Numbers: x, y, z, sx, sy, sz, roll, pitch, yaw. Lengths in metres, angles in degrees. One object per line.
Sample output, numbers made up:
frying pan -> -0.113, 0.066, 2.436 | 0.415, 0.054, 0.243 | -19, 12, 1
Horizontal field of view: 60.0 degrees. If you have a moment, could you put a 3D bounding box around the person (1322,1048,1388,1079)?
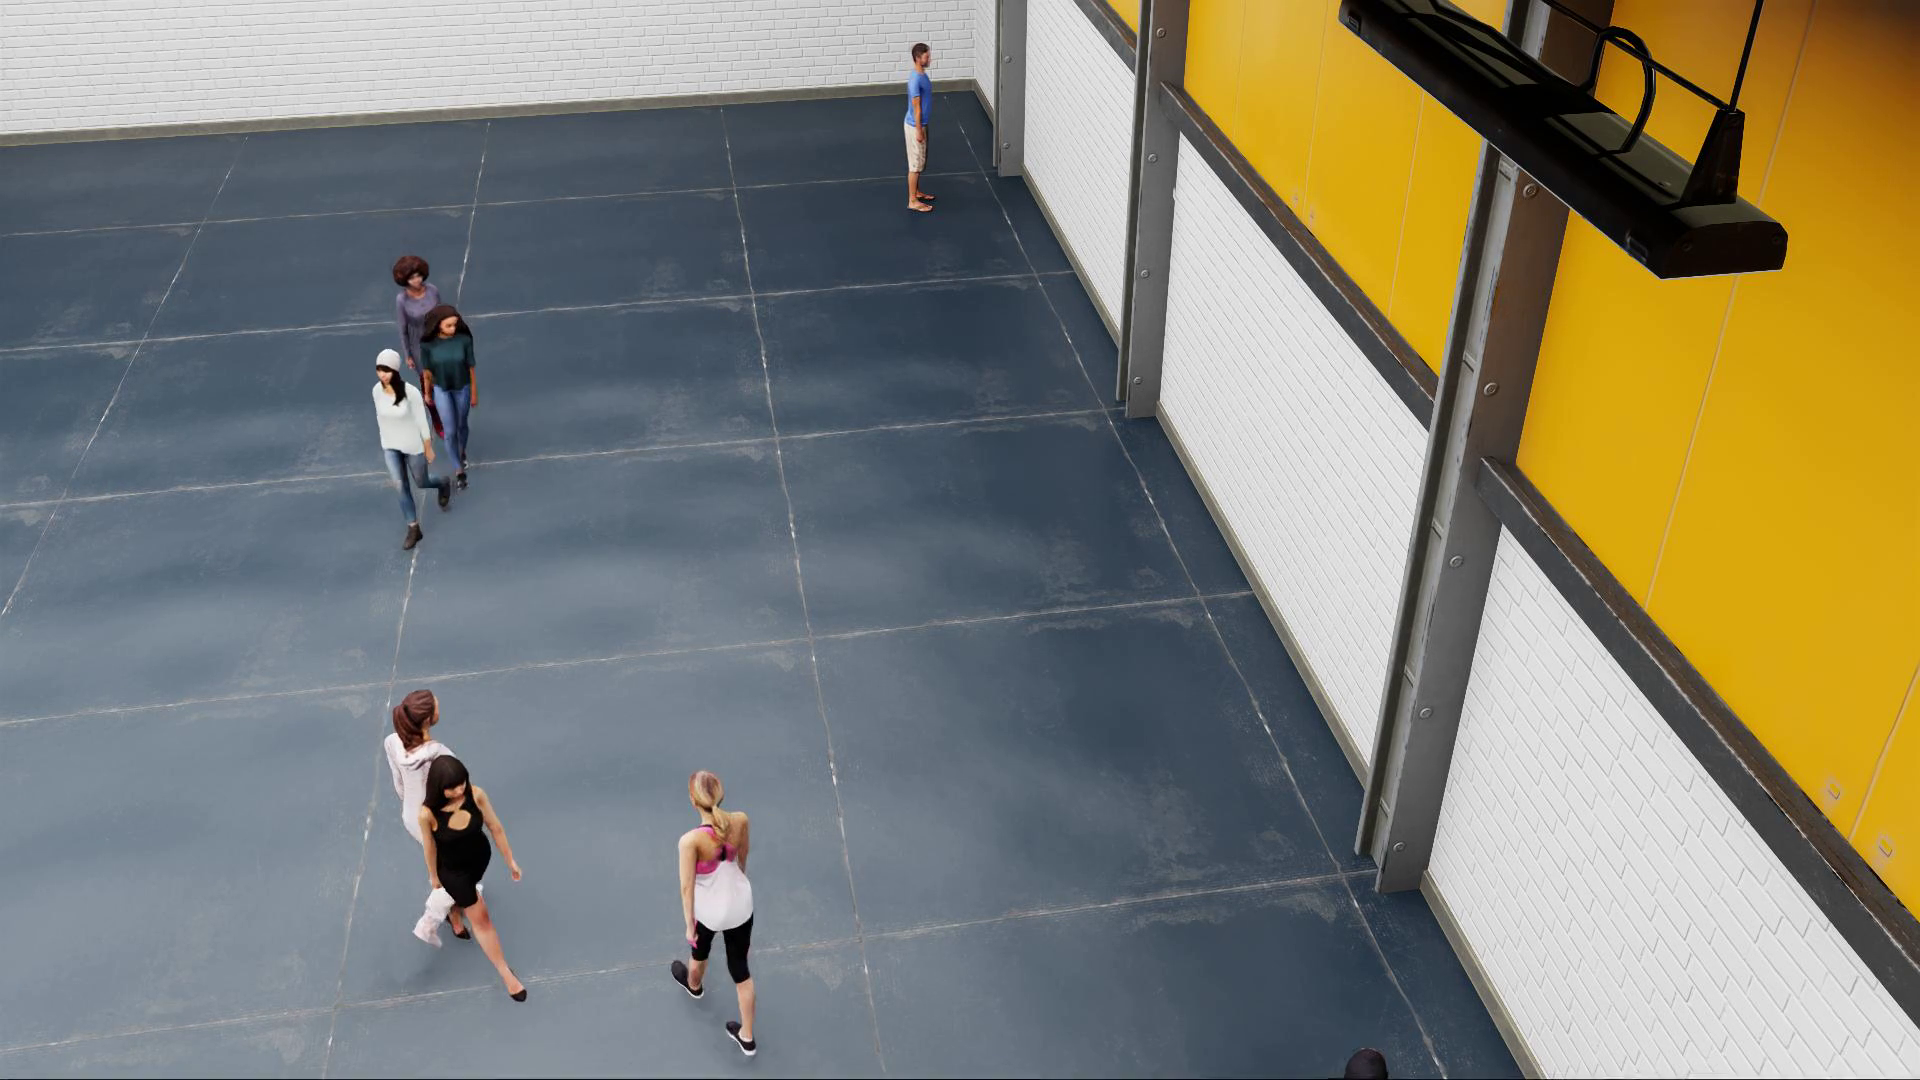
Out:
person -> 1.772, 2.883, 7.638 | 0.706, 1.610, 0.775 | 25, 41, 32

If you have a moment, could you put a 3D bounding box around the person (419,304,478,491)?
person -> -4.255, -1.287, 13.933 | 0.738, 1.587, 0.971 | -10, 35, -14

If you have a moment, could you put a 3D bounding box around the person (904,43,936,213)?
person -> -0.473, -4.688, 18.801 | 0.769, 1.863, 0.598 | 3, 34, 4

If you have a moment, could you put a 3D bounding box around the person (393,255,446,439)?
person -> -4.652, -1.698, 14.450 | 0.748, 1.699, 0.801 | -23, 40, -31

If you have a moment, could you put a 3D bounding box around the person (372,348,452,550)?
person -> -4.342, -0.774, 13.125 | 0.802, 1.626, 1.057 | 6, 34, 9

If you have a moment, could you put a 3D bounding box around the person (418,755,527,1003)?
person -> -2.807, 1.787, 9.306 | 0.957, 1.588, 1.147 | -27, 42, -35

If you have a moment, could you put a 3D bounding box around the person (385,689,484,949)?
person -> -3.045, 1.617, 9.484 | 0.911, 1.675, 1.004 | 15, 37, 22

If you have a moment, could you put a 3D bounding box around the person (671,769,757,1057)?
person -> -1.213, 2.028, 8.801 | 0.924, 1.748, 1.112 | -23, 40, -30
